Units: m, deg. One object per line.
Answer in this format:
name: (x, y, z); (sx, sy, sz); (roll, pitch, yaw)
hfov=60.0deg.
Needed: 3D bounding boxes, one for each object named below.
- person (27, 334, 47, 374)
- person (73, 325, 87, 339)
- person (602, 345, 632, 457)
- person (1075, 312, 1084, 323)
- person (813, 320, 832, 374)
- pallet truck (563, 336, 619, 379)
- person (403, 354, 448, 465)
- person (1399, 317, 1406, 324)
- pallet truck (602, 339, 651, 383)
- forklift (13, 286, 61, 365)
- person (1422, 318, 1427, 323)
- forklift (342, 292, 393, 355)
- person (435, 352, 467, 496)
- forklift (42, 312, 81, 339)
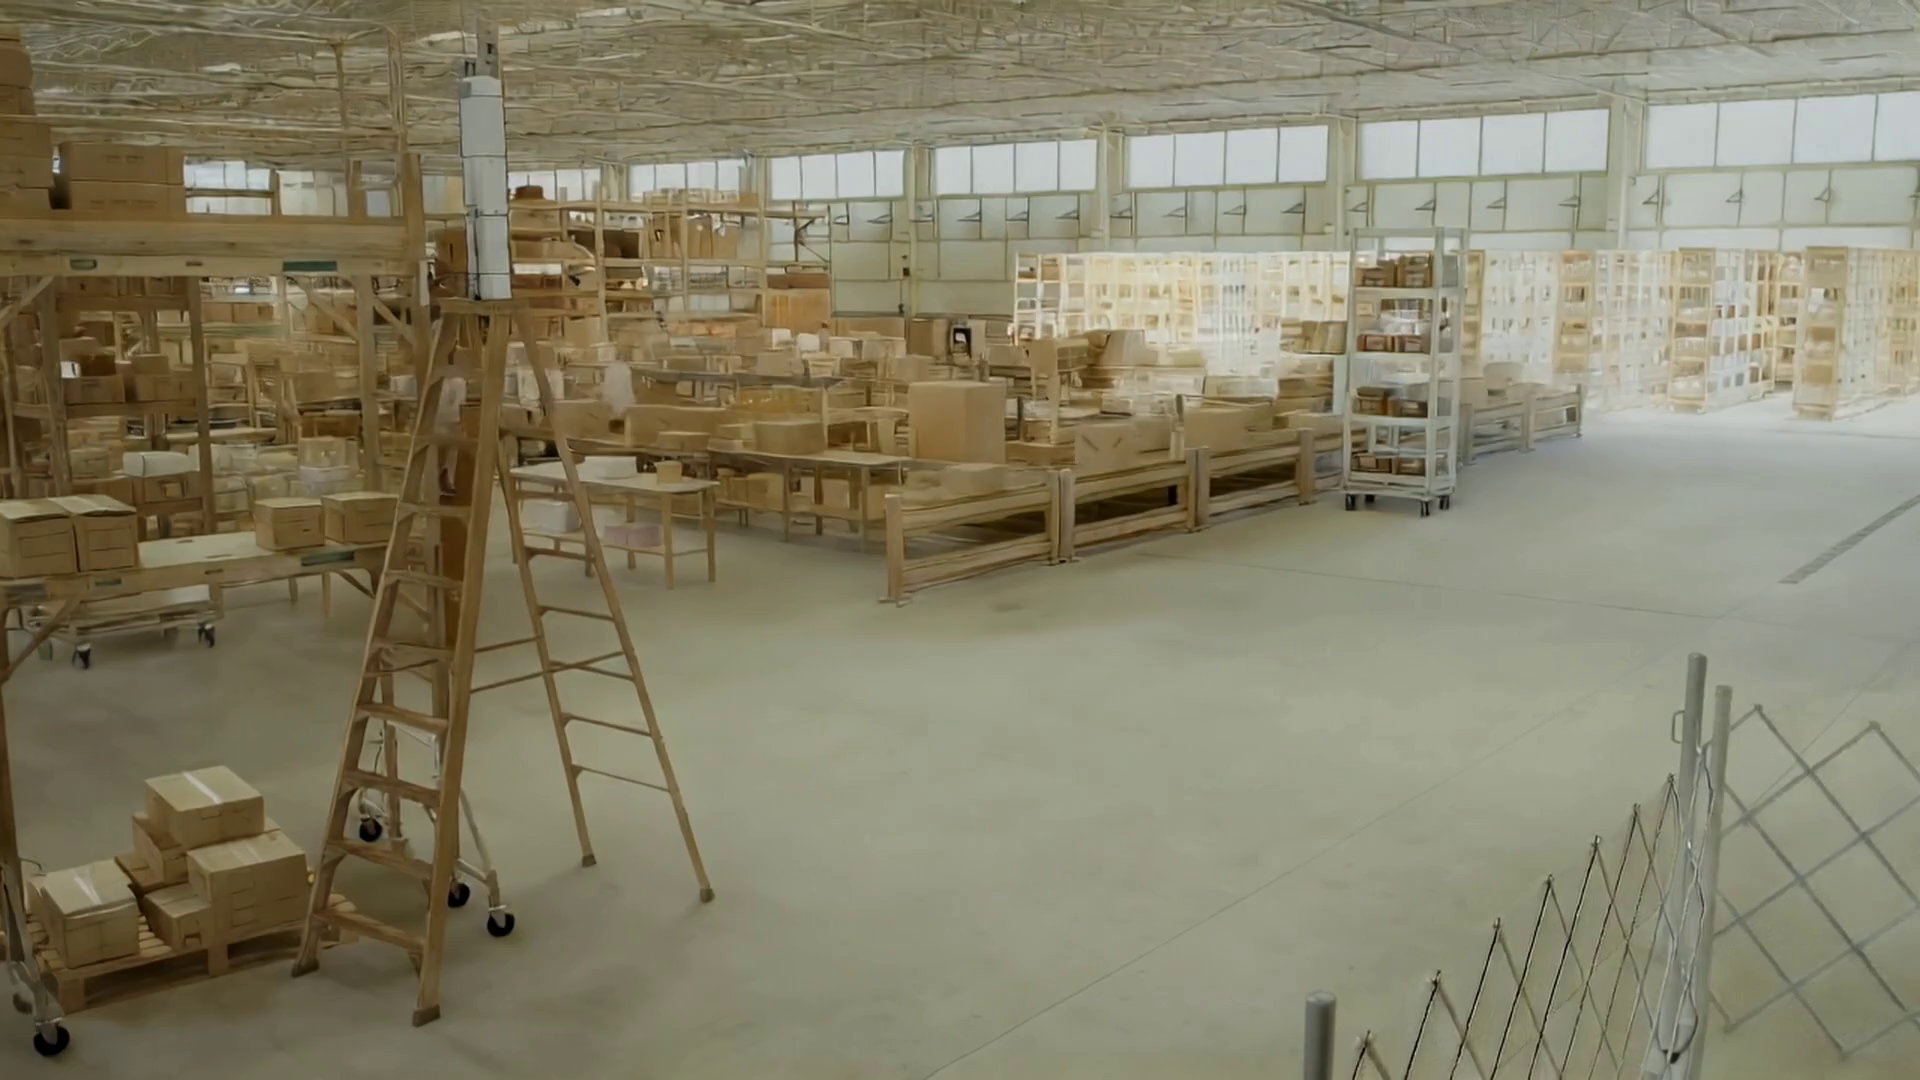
person: (-21.614, -4.027, 39.095); (0.507, 1.621, 0.342); (-8, 12, -40)
person: (-22.505, -4.693, 42.956); (0.801, 1.720, 0.578); (-5, 10, -29)
person: (-5.567, -2.208, 26.938); (0.651, 1.883, 0.814); (9, 13, 44)
person: (3.859, -6.188, 51.535); (0.981, 1.946, 0.652); (5, 10, 29)
person: (-3.848, -5.378, 47.147); (0.529, 1.744, 0.784); (-8, 12, -41)
pallet truck: (-10.690, -5.294, 48.215); (1.601, 1.201, 0.680); (-5, 10, -26)
person: (-8.425, -2.041, 26.176); (0.606, 1.792, 0.915); (8, 12, 41)
person: (12.635, -5.505, 47.697); (0.615, 1.817, 0.639); (-1, 9, -3)
pallet truck: (-8.991, -4.871, 45.351); (0.653, 1.274, 1.630); (7, 11, 37)
forklift: (-24.135, -5.395, 43.700); (1.873, 2.768, 1.129); (7, 11, 37)
person: (13.172, -5.399, 47.086); (0.619, 1.807, 0.739); (0, 9, -1)
forklift: (-16.485, -5.622, 45.120); (1.129, 2.768, 1.873); (7, 11, 37)
person: (-7.047, -1.610, 22.722); (0.644, 2.028, 0.506); (-5, 10, -26)
forklift: (-23.779, -5.451, 44.052); (1.873, 2.768, 1.129); (7, 11, 36)
